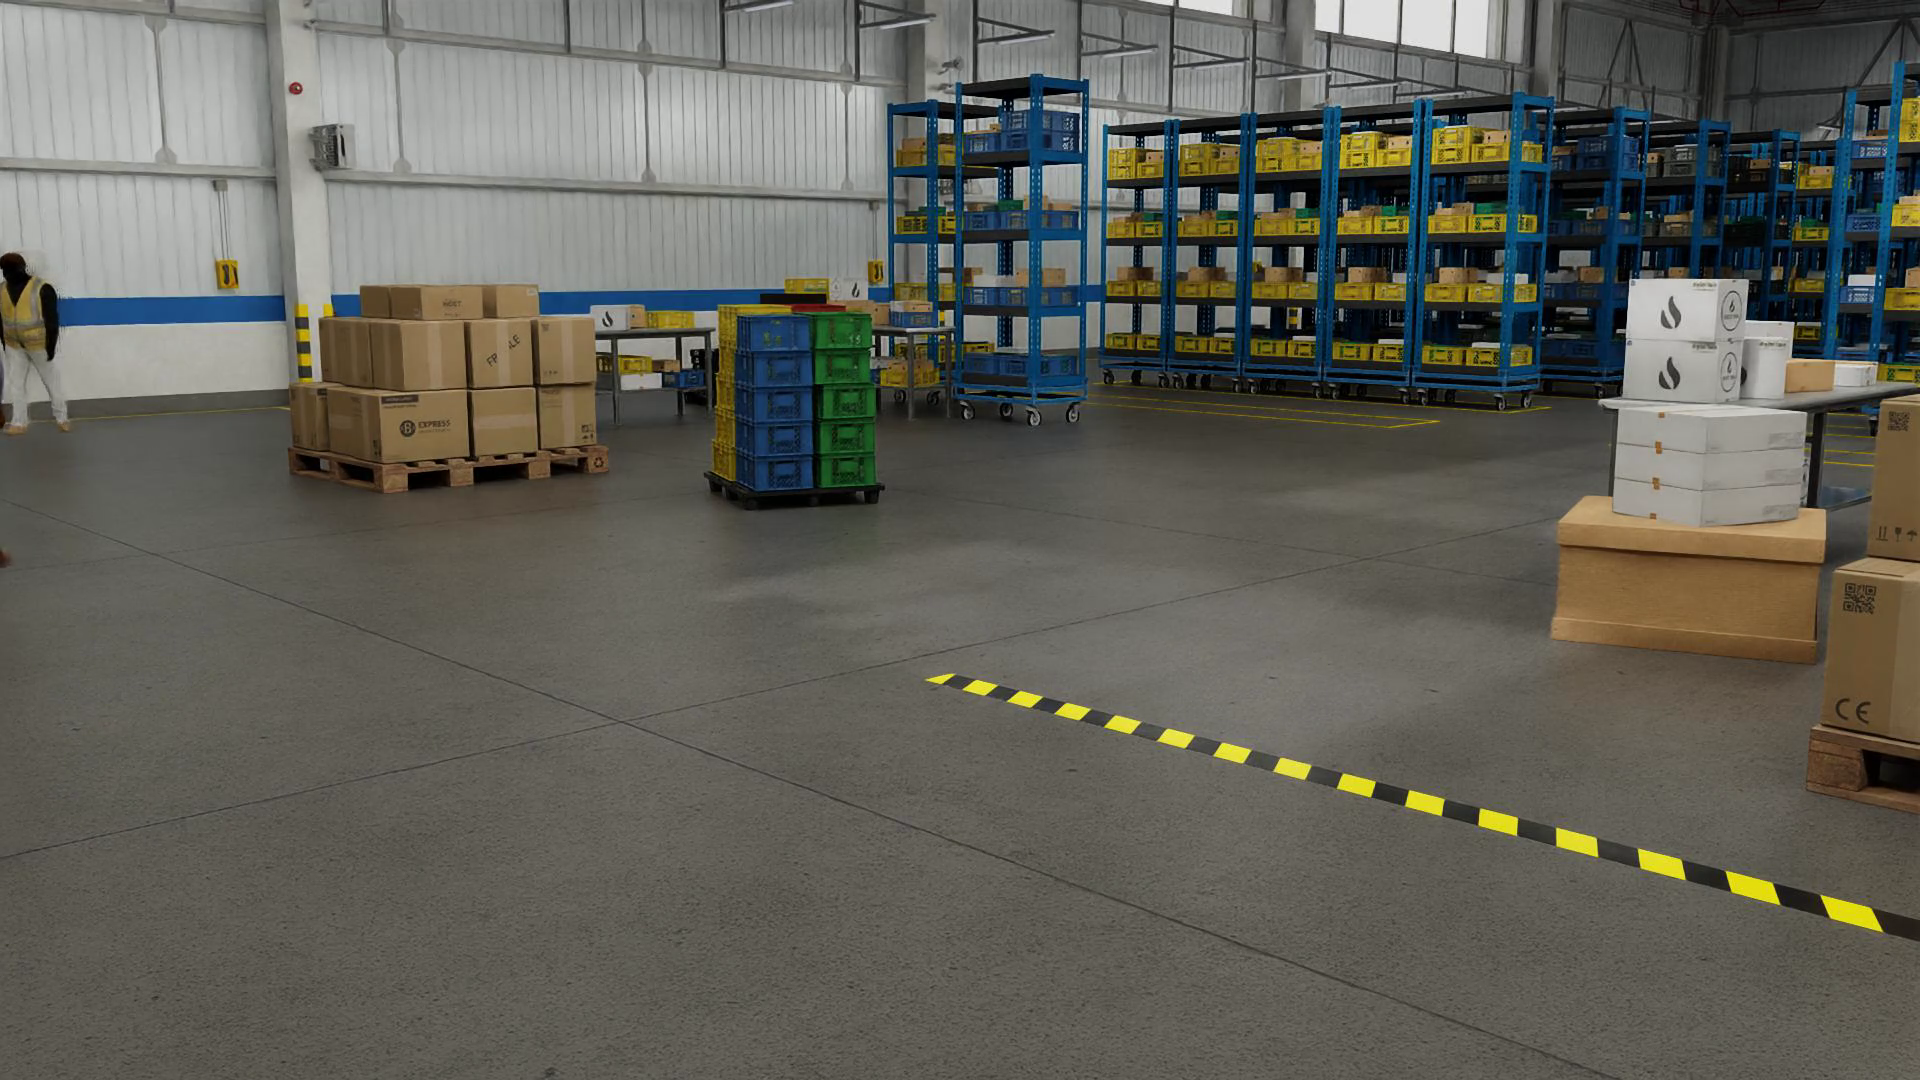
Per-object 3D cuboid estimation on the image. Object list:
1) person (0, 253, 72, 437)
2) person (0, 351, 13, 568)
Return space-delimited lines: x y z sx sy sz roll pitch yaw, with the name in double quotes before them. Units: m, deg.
"person" -9.219 -1.932 16.522 0.645 1.806 0.671 0 9 1
"person" -5.562 -0.779 9.103 0.615 1.942 0.408 -3 10 -16
